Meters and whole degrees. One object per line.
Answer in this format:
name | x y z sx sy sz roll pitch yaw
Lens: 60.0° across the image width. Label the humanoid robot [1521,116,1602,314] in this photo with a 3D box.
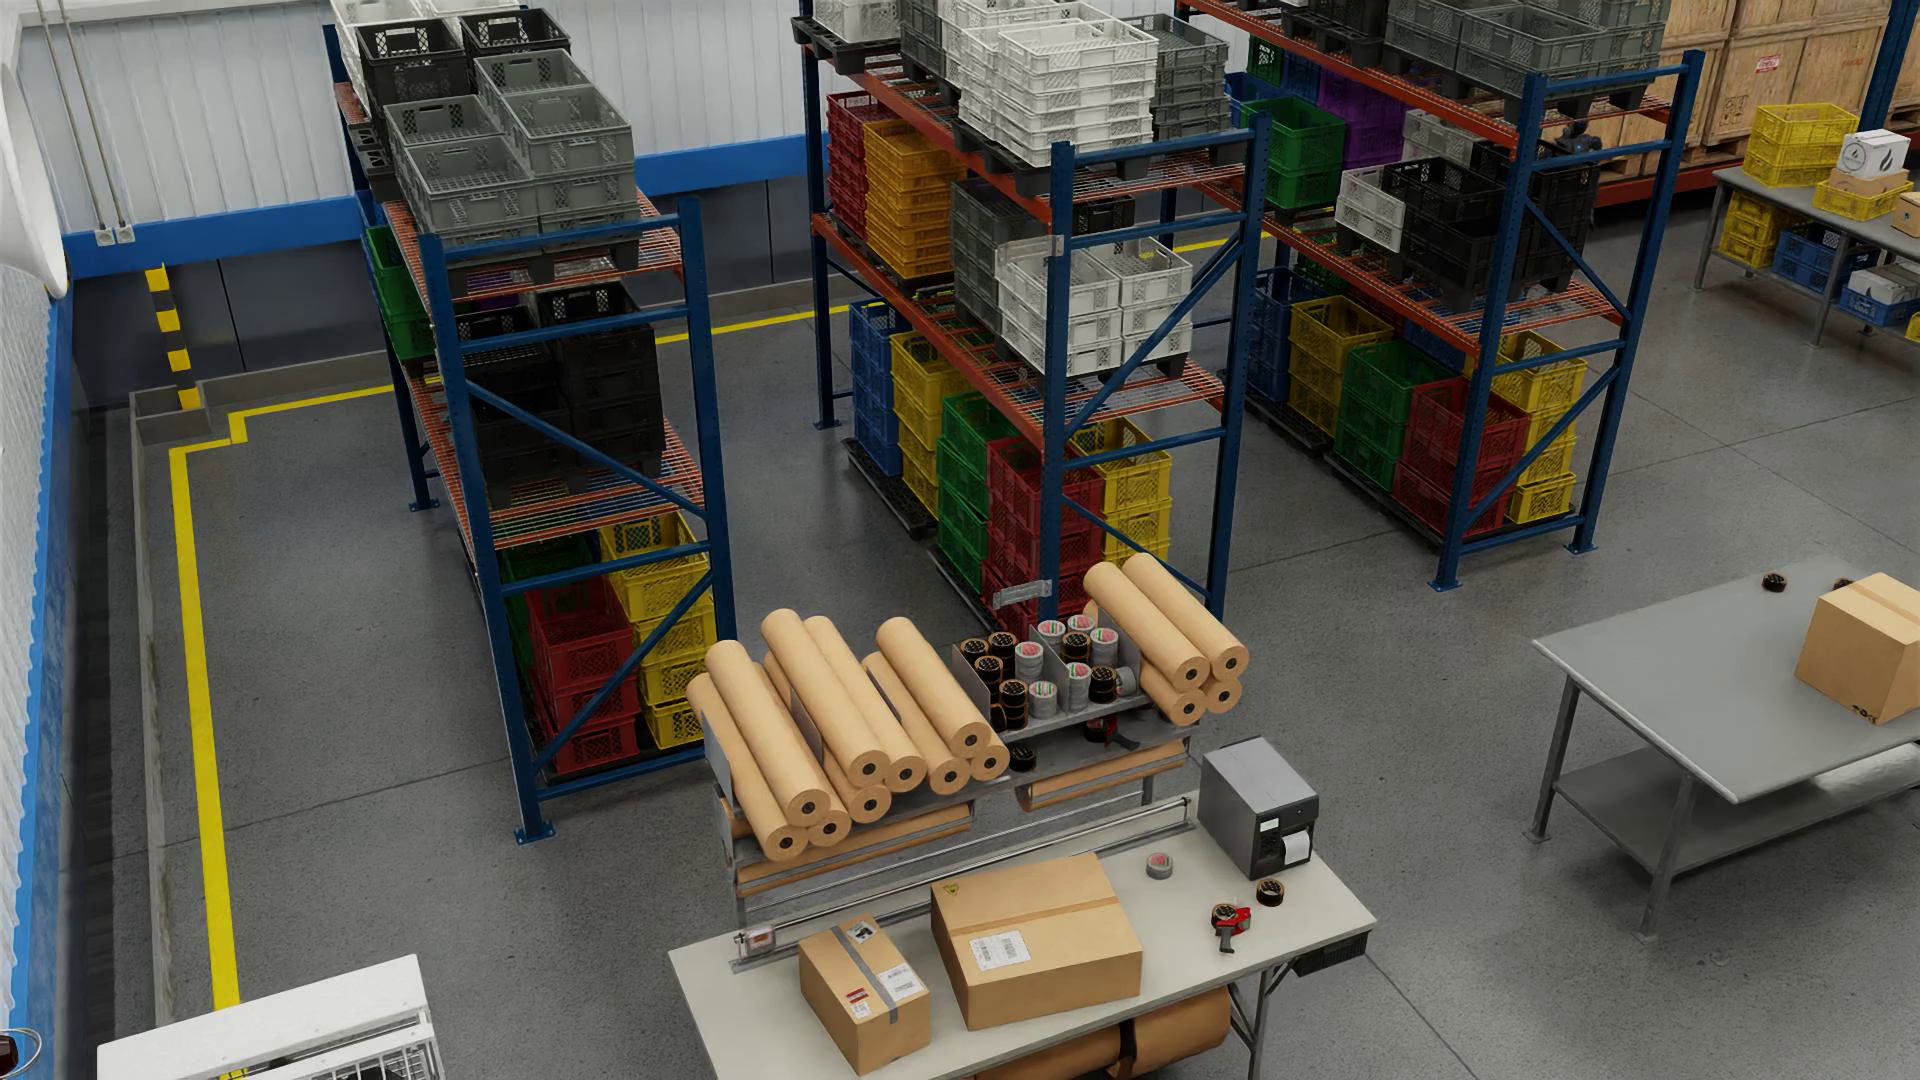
humanoid robot | 4.594 -2.542 12.749 0.594 1.650 0.328 -9 33 -14
